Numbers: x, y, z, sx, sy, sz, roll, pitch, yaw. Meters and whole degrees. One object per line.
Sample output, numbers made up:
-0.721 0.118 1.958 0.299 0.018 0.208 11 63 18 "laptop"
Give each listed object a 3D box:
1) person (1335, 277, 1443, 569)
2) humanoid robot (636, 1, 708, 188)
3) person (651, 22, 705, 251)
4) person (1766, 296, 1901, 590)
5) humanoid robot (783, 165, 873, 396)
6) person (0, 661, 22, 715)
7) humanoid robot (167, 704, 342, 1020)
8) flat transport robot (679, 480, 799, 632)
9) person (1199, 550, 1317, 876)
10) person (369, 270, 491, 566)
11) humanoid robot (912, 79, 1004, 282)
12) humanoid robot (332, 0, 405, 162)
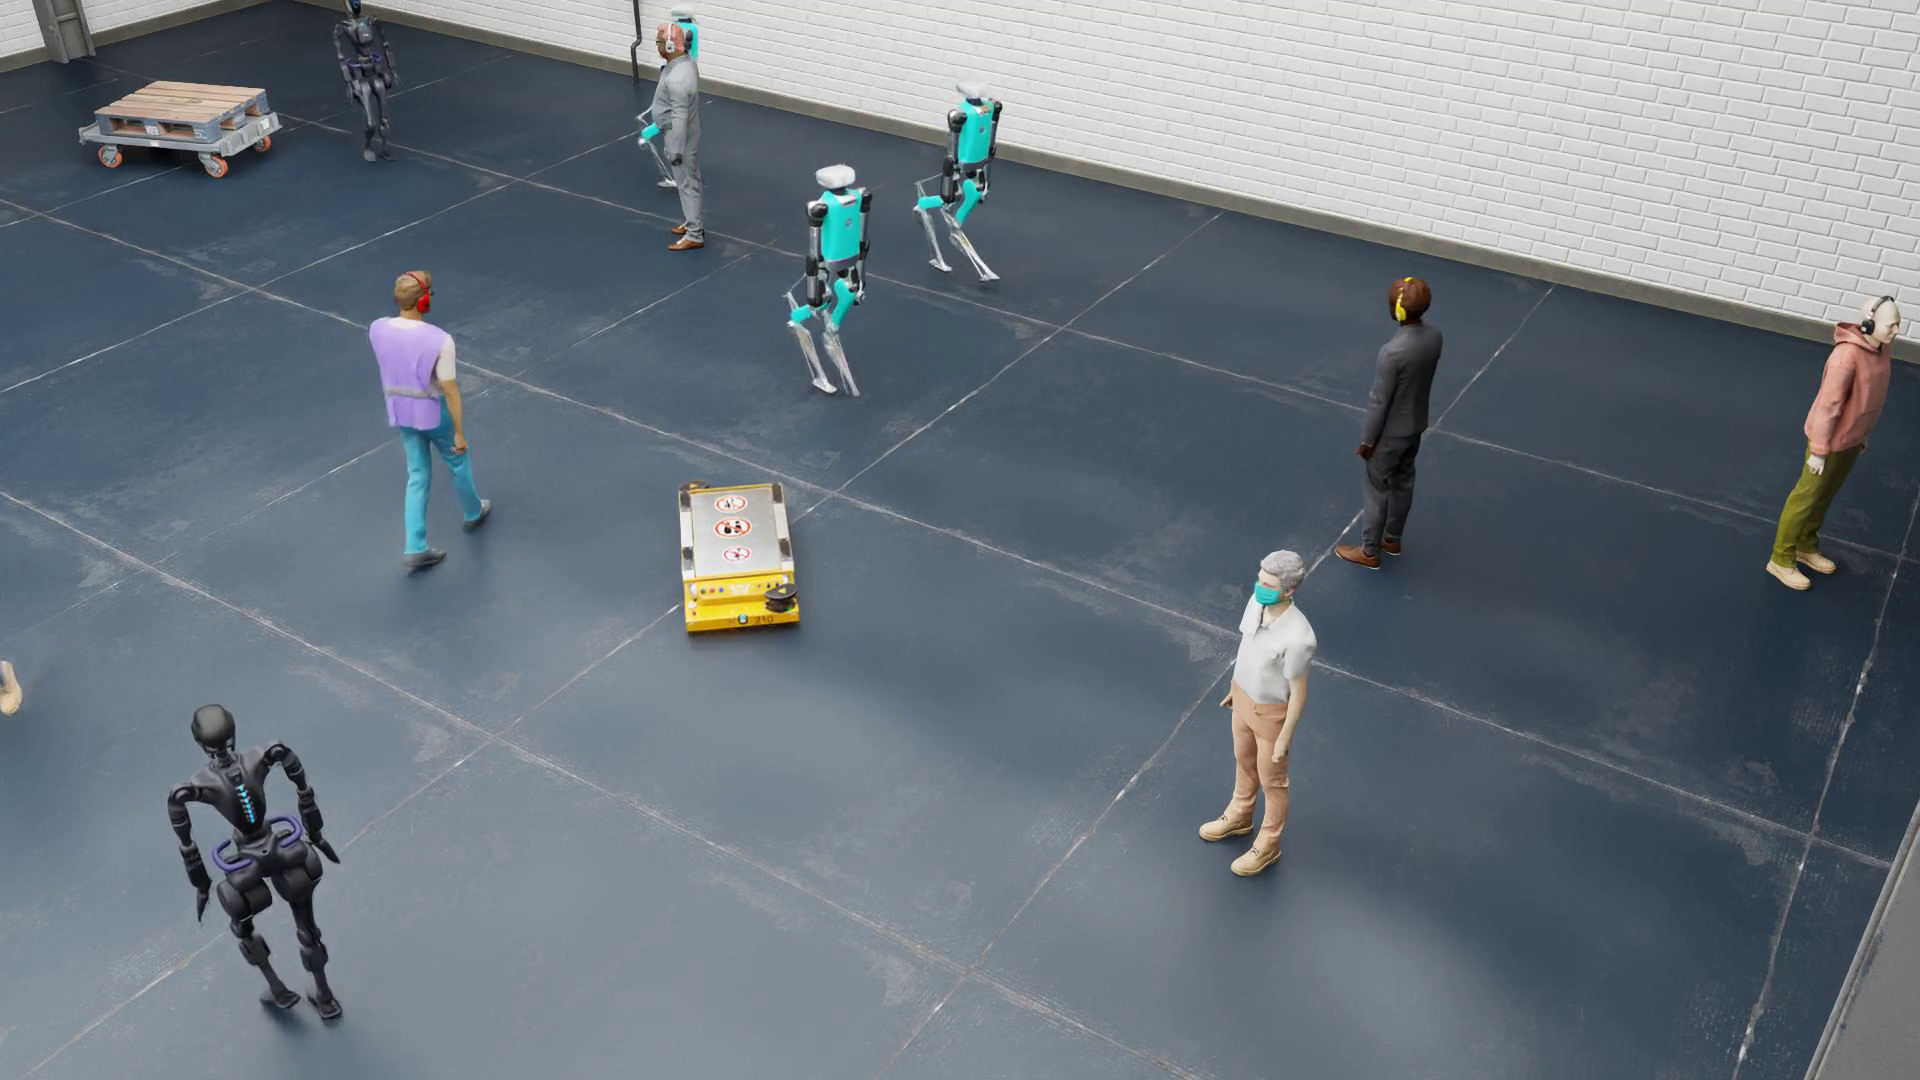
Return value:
2.550 -0.678 9.838 0.493 1.867 0.390 -23 39 -31 "person"
-2.660 -3.954 15.076 0.815 1.794 0.537 -2 33 -4 "humanoid robot"
-2.373 -3.401 14.035 0.413 1.908 0.641 -2 33 -3 "person"
5.123 -0.586 9.719 0.532 1.837 0.374 -21 38 -30 "person"
-0.987 -1.806 11.731 0.548 1.813 0.710 -28 42 -36 "humanoid robot"
-5.172 0.283 8.345 0.490 1.858 0.493 -6 33 -9 "person"
-2.885 1.331 6.881 0.584 1.647 0.440 -25 40 -33 "humanoid robot"
-1.369 0.059 10.165 0.659 0.231 1.431 -5 33 -8 "flat transport robot"
1.393 0.782 7.670 0.321 1.750 0.474 -14 35 -21 "person"
-3.214 -0.725 9.978 0.561 1.800 0.841 7 33 11 "person"
-0.050 -2.876 13.370 0.978 1.732 0.539 28 42 36 "humanoid robot"
-5.612 -4.405 15.812 0.345 1.648 0.589 27 41 35 "humanoid robot"
